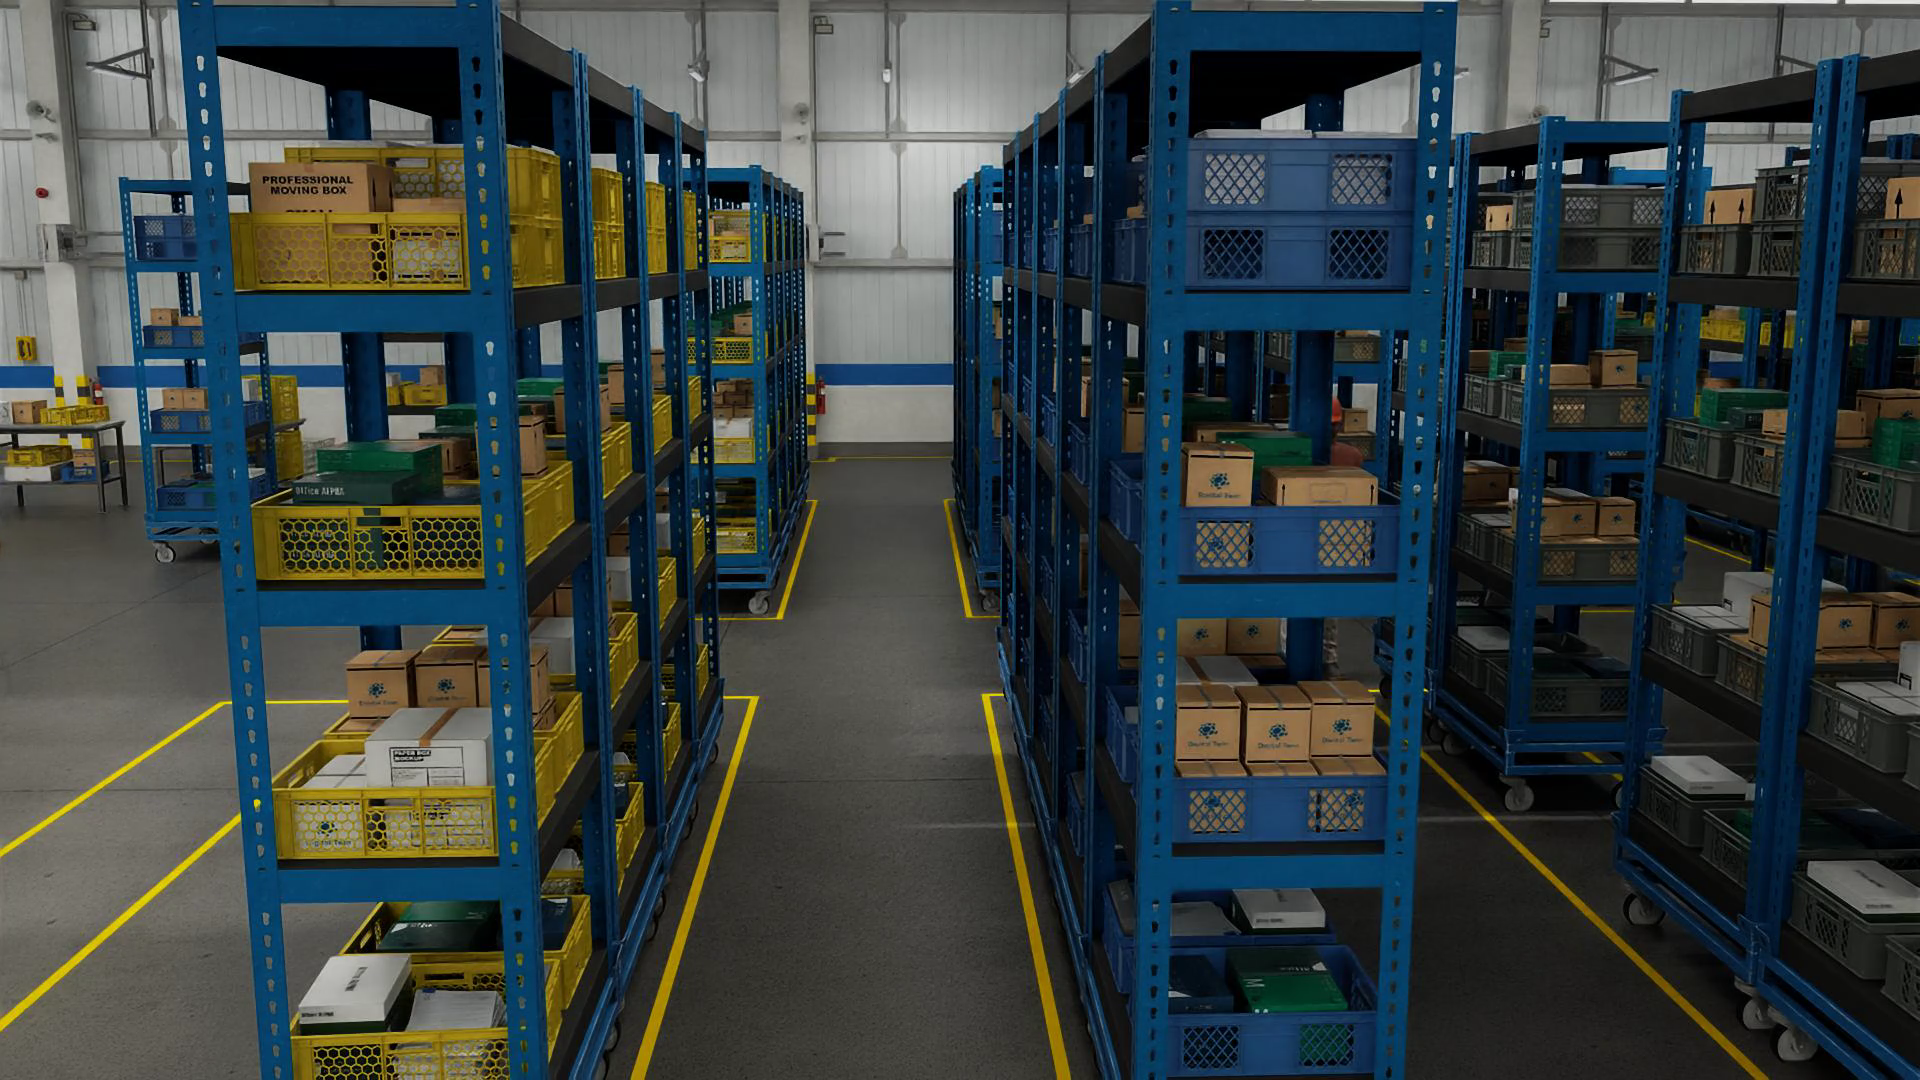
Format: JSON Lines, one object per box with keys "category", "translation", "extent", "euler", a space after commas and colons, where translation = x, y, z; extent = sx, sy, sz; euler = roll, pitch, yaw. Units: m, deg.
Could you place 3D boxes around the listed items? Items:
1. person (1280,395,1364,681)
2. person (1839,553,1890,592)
{"category": "person", "translation": [2.459, -0.007, 11.352], "extent": [0.612, 1.994, 0.394], "euler": [-1, 10, -8]}
{"category": "person", "translation": [6.709, -0.078, 12.238], "extent": [0.603, 1.830, 0.404], "euler": [-4, 11, -24]}
